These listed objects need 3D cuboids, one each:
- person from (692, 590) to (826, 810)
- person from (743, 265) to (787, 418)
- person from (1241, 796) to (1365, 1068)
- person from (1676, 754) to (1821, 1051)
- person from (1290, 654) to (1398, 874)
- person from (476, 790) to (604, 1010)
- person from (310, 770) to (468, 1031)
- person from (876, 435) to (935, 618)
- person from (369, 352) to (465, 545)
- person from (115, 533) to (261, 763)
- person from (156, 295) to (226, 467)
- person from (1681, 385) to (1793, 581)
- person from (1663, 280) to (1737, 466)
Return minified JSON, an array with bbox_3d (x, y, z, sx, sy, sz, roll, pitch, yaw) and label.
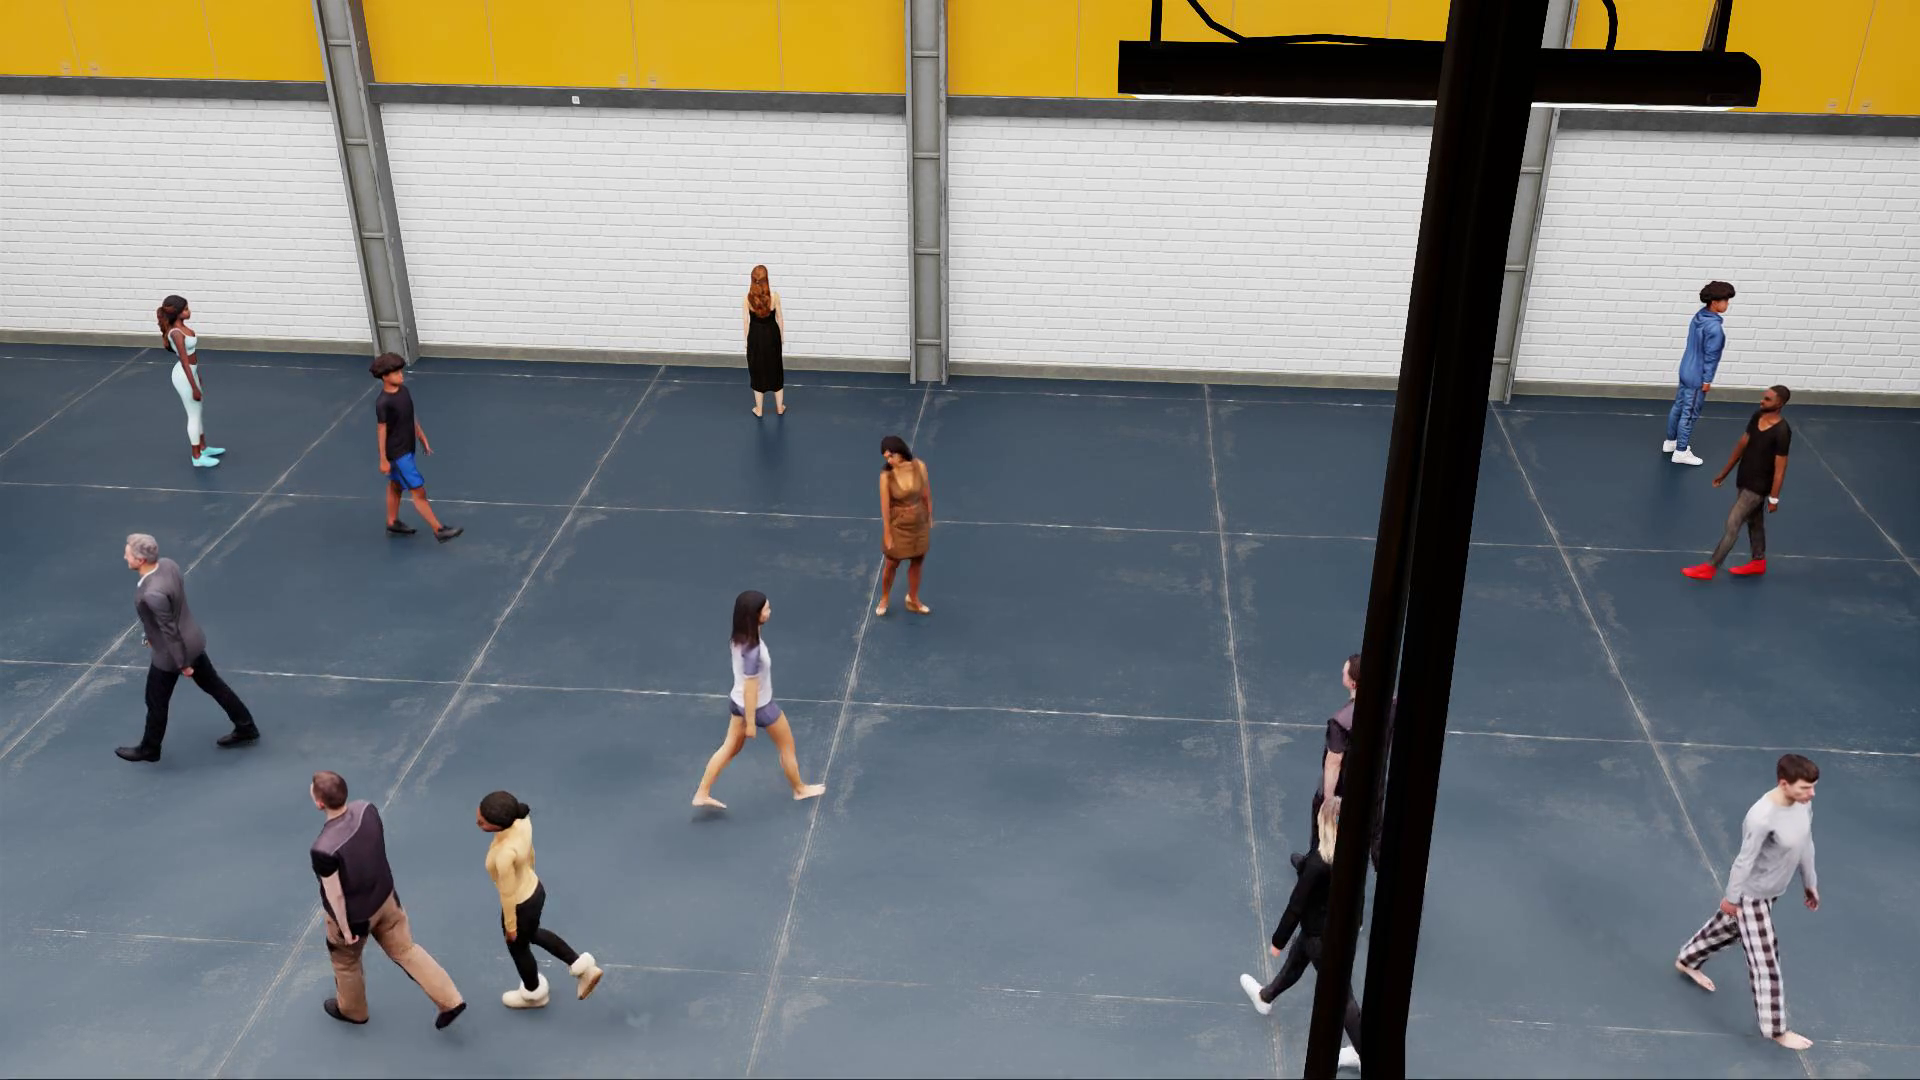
[{"bbox_3d":[-1.479,1.131,11.145,1.227,1.684,0.944,-10,30,-18],"label":"person"},{"bbox_3d":[-2.005,-2.039,17.018,0.603,1.625,0.699,-7,29,-12],"label":"person"},{"bbox_3d":[2.101,2.219,9.207,1.271,1.630,1.169,23,36,36],"label":"person"},{"bbox_3d":[4.500,1.943,9.529,1.129,1.806,1.157,-20,34,-32],"label":"person"},{"bbox_3d":[2.496,1.545,10.247,1.232,1.817,1.188,-14,32,-24],"label":"person"},{"bbox_3d":[-2.412,2.069,9.473,0.856,1.639,0.634,4,29,7],"label":"person"},{"bbox_3d":[-3.264,2.061,9.311,1.227,1.806,0.928,12,31,21],"label":"person"},{"bbox_3d":[-0.396,-0.117,13.457,0.683,1.660,0.786,-25,38,-38],"label":"person"},{"bbox_3d":[-4.997,-0.792,14.588,1.067,1.762,0.699,5,29,10],"label":"person"},{"bbox_3d":[-5.434,0.758,11.710,1.259,1.798,0.921,-4,29,-8],"label":"person"},{"bbox_3d":[-7.428,-1.537,15.994,0.662,1.724,0.647,-10,30,-18],"label":"person"},{"bbox_3d":[6.772,-0.468,13.980,1.038,1.776,0.705,0,29,1],"label":"person"},{"bbox_3d":[7.137,-1.634,16.089,0.552,1.803,0.667,2,29,3],"label":"person"}]
